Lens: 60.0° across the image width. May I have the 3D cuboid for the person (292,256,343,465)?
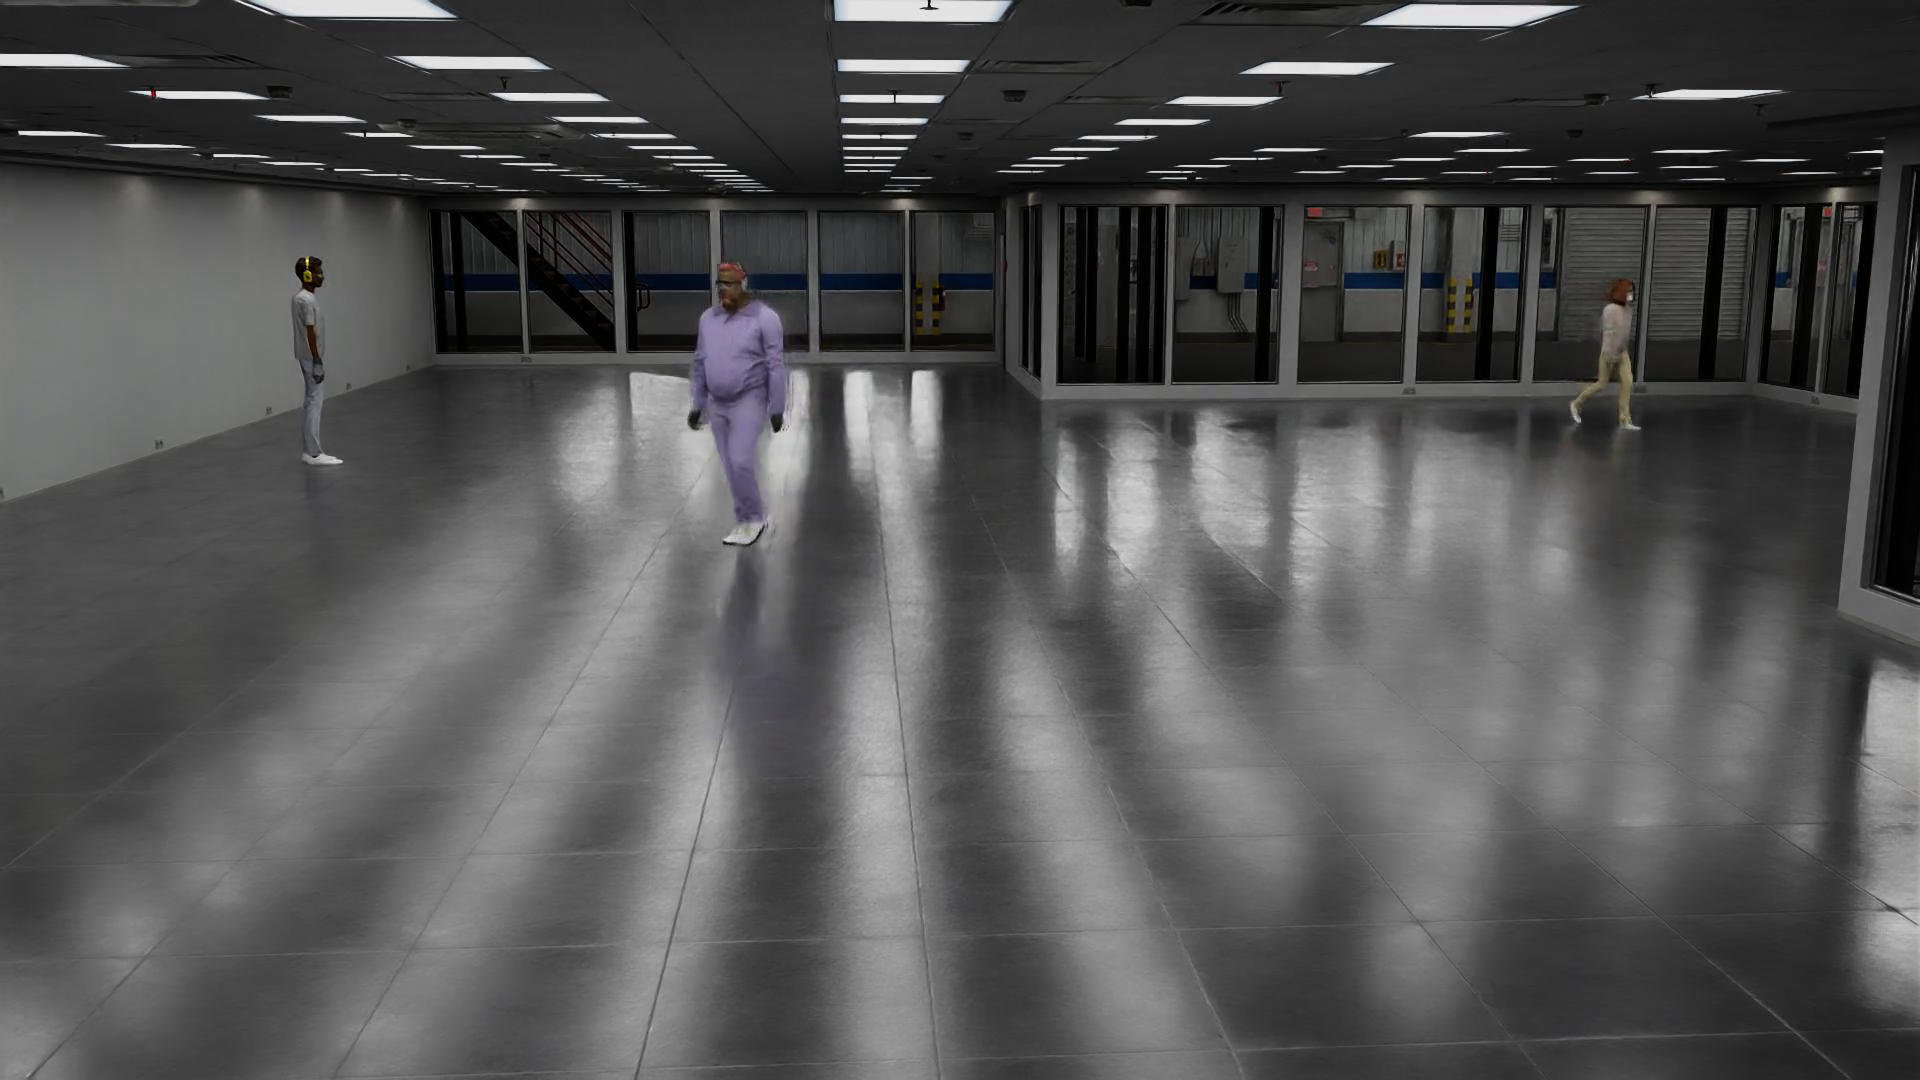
[{"bbox_3d":[-5.800,-1.602,14.935,0.313,1.869,0.538,-6,12,-29],"label":"person"}]

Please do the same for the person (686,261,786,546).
[{"bbox_3d":[-1.515,-0.892,11.035,0.660,1.886,0.507,6,12,31],"label":"person"}]

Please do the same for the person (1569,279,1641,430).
[{"bbox_3d":[6.910,-1.982,17.721,0.502,1.604,0.751,-7,12,-32],"label":"person"}]
